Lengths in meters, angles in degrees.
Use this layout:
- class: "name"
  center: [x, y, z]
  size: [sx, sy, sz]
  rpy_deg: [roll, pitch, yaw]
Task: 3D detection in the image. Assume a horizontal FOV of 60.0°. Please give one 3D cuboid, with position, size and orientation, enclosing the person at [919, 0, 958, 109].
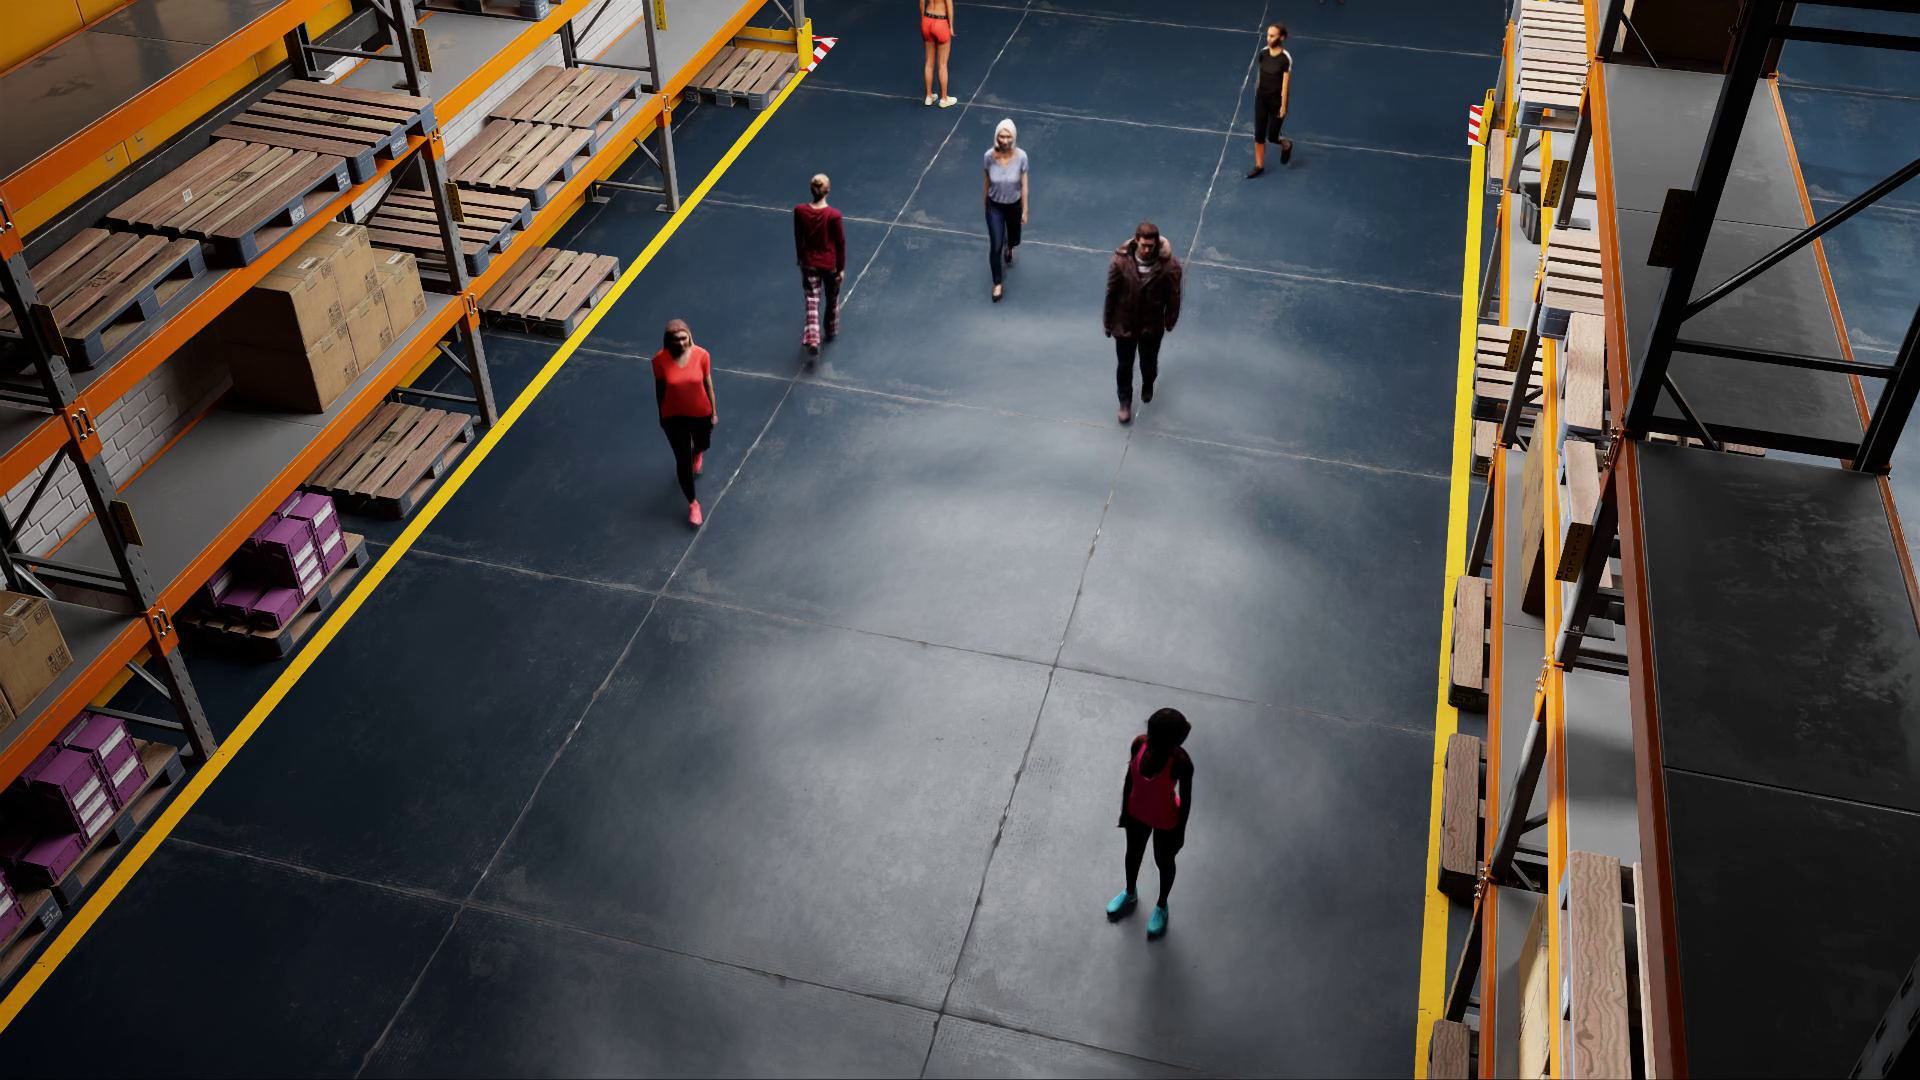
- class: "person"
  center: [-0.268, -5.732, 18.603]
  size: [0.626, 1.791, 0.630]
  rpy_deg: [21, 43, 24]

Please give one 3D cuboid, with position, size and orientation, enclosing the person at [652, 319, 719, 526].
- class: "person"
  center: [-2.097, -1.000, 12.778]
  size: [0.958, 1.665, 1.169]
  rpy_deg: [-10, 40, -12]

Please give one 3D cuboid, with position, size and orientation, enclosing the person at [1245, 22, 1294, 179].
- class: "person"
  center: [3.290, -4.569, 17.256]
  size: [0.928, 1.655, 0.830]
  rpy_deg: [-29, 47, -31]

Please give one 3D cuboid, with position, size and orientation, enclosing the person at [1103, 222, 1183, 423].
- class: "person"
  center: [1.489, -1.850, 13.712]
  size: [0.777, 1.828, 0.750]
  rpy_deg: [8, 39, 10]

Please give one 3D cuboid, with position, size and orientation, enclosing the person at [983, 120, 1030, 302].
- class: "person"
  center: [0.425, -3.116, 15.400]
  size: [0.695, 1.701, 1.040]
  rpy_deg: [3, 39, 4]

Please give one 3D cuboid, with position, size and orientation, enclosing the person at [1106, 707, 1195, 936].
- class: "person"
  center: [1.122, 1.571, 9.511]
  size: [0.637, 1.726, 0.652]
  rpy_deg: [24, 45, 27]

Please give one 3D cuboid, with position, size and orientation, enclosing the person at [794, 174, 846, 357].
- class: "person"
  center: [-1.240, -2.384, 14.505]
  size: [0.708, 1.673, 0.995]
  rpy_deg: [4, 39, 5]
